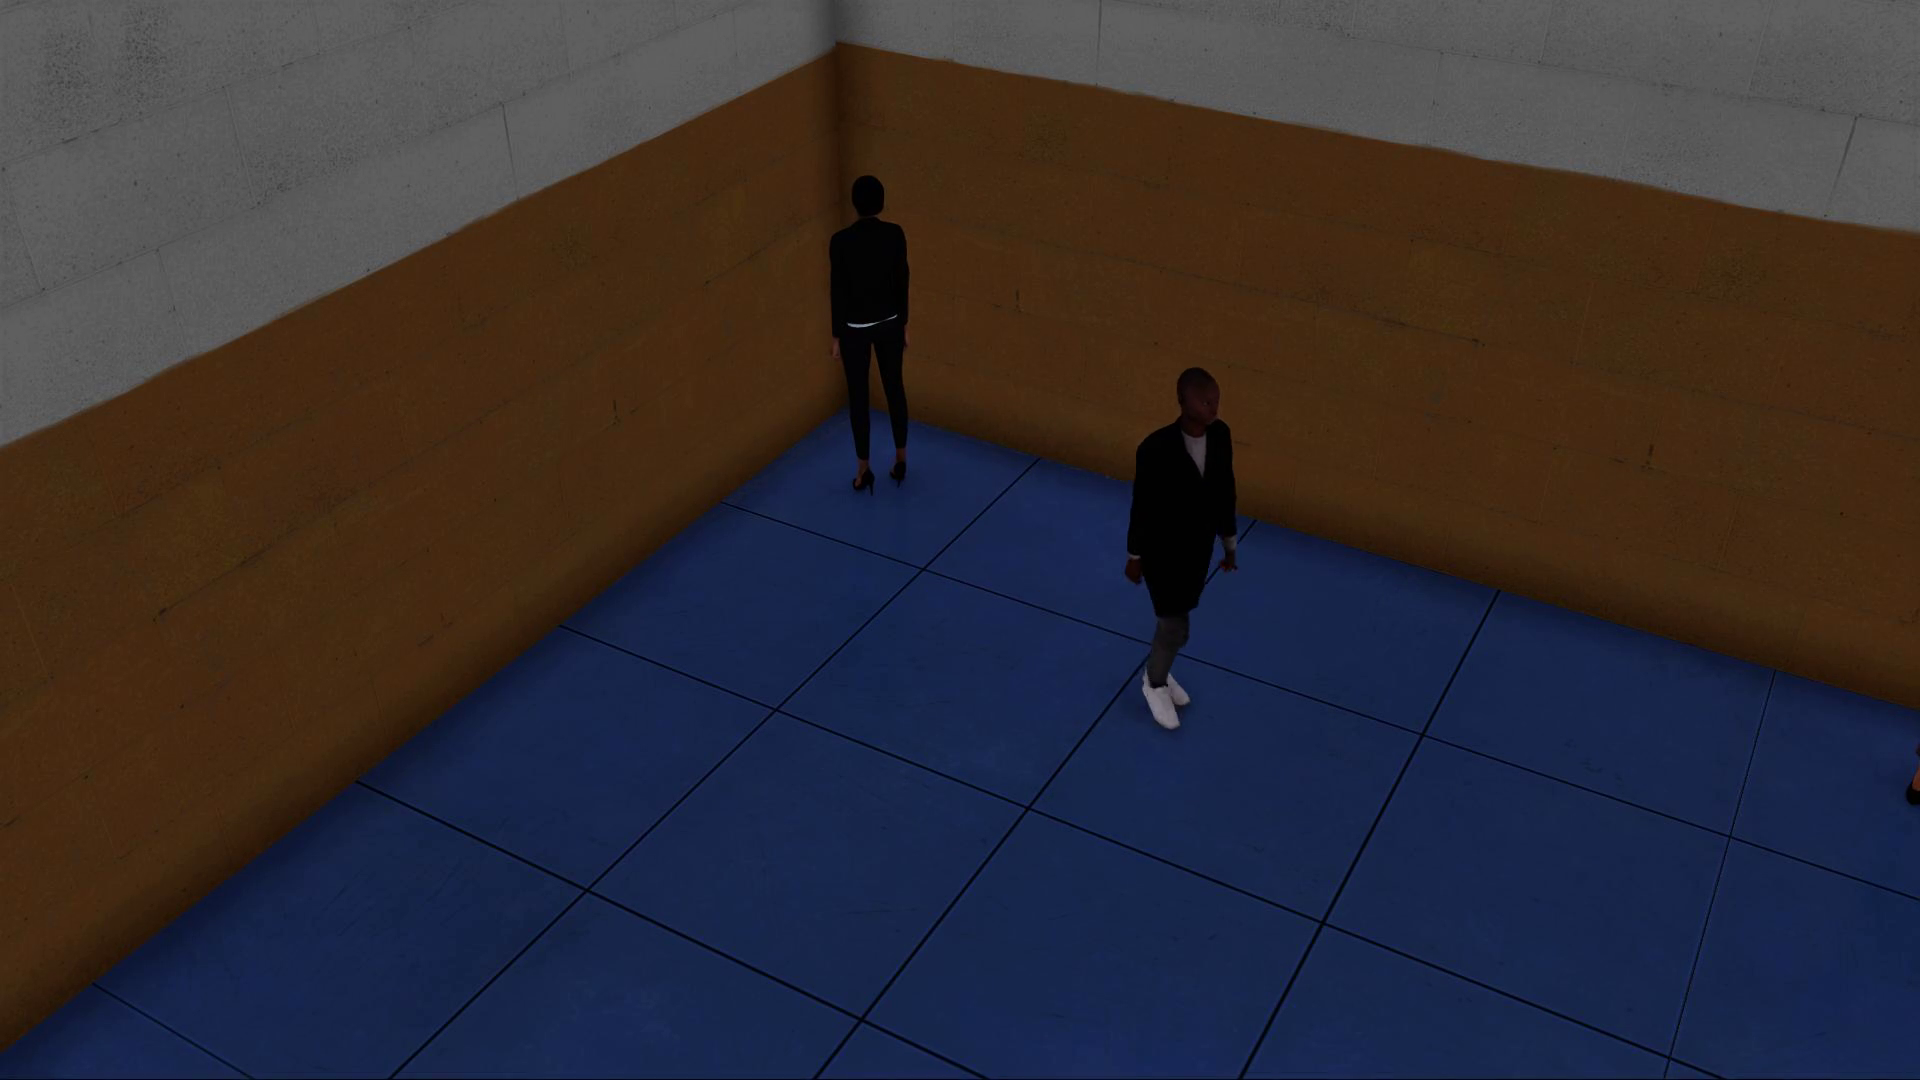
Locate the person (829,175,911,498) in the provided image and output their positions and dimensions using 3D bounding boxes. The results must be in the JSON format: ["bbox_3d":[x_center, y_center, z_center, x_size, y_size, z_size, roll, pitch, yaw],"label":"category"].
[{"bbox_3d":[-0.473,-1.085,8.931,0.655,1.834,0.731,-11,35,-16],"label":"person"}]

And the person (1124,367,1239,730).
[{"bbox_3d":[0.907,-0.007,7.390,0.736,1.746,0.836,-20,39,-27],"label":"person"}]
